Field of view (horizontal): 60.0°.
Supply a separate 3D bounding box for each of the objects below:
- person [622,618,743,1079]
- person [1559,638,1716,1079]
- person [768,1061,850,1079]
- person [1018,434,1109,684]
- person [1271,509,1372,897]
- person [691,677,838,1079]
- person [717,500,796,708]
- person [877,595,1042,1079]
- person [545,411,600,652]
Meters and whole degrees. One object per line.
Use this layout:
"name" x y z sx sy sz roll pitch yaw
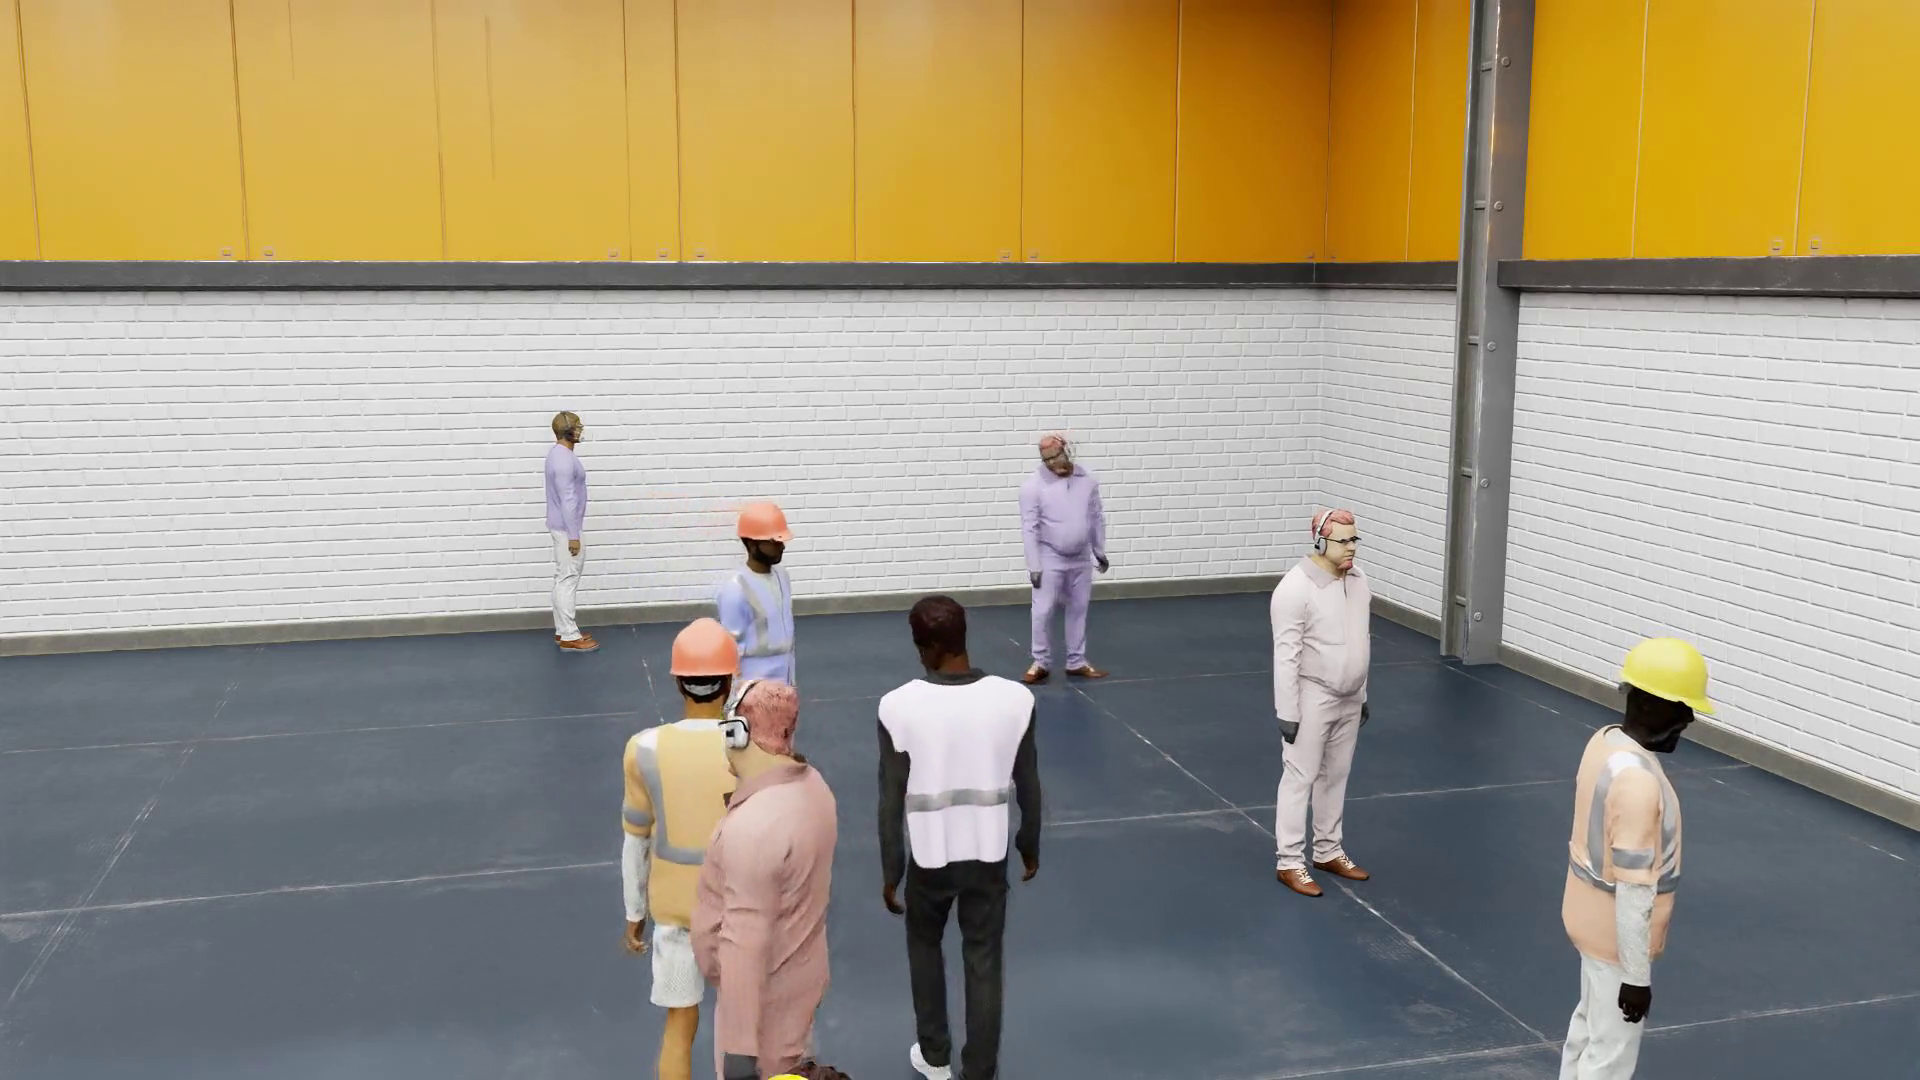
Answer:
"person" -0.851 1.212 5.518 0.557 1.908 0.911 0 9 1
"person" 2.114 1.244 5.254 0.399 1.913 0.589 2 9 13
"person" -0.242 1.704 2.540 0.520 1.865 0.332 2 9 13
"person" 0.778 0.146 12.269 0.721 1.870 0.398 -5 10 -28
"person" 1.802 0.786 8.167 0.648 1.903 0.399 -8 12 -40
"person" -0.488 1.333 4.847 0.706 1.873 0.652 1 9 9
"person" -1.062 0.734 8.442 0.776 1.913 0.552 4 10 22
"person" -0.005 1.124 6.087 0.627 1.878 0.741 -1 9 -9
"person" -3.143 -0.073 13.392 0.367 1.940 0.634 -3 10 -19
